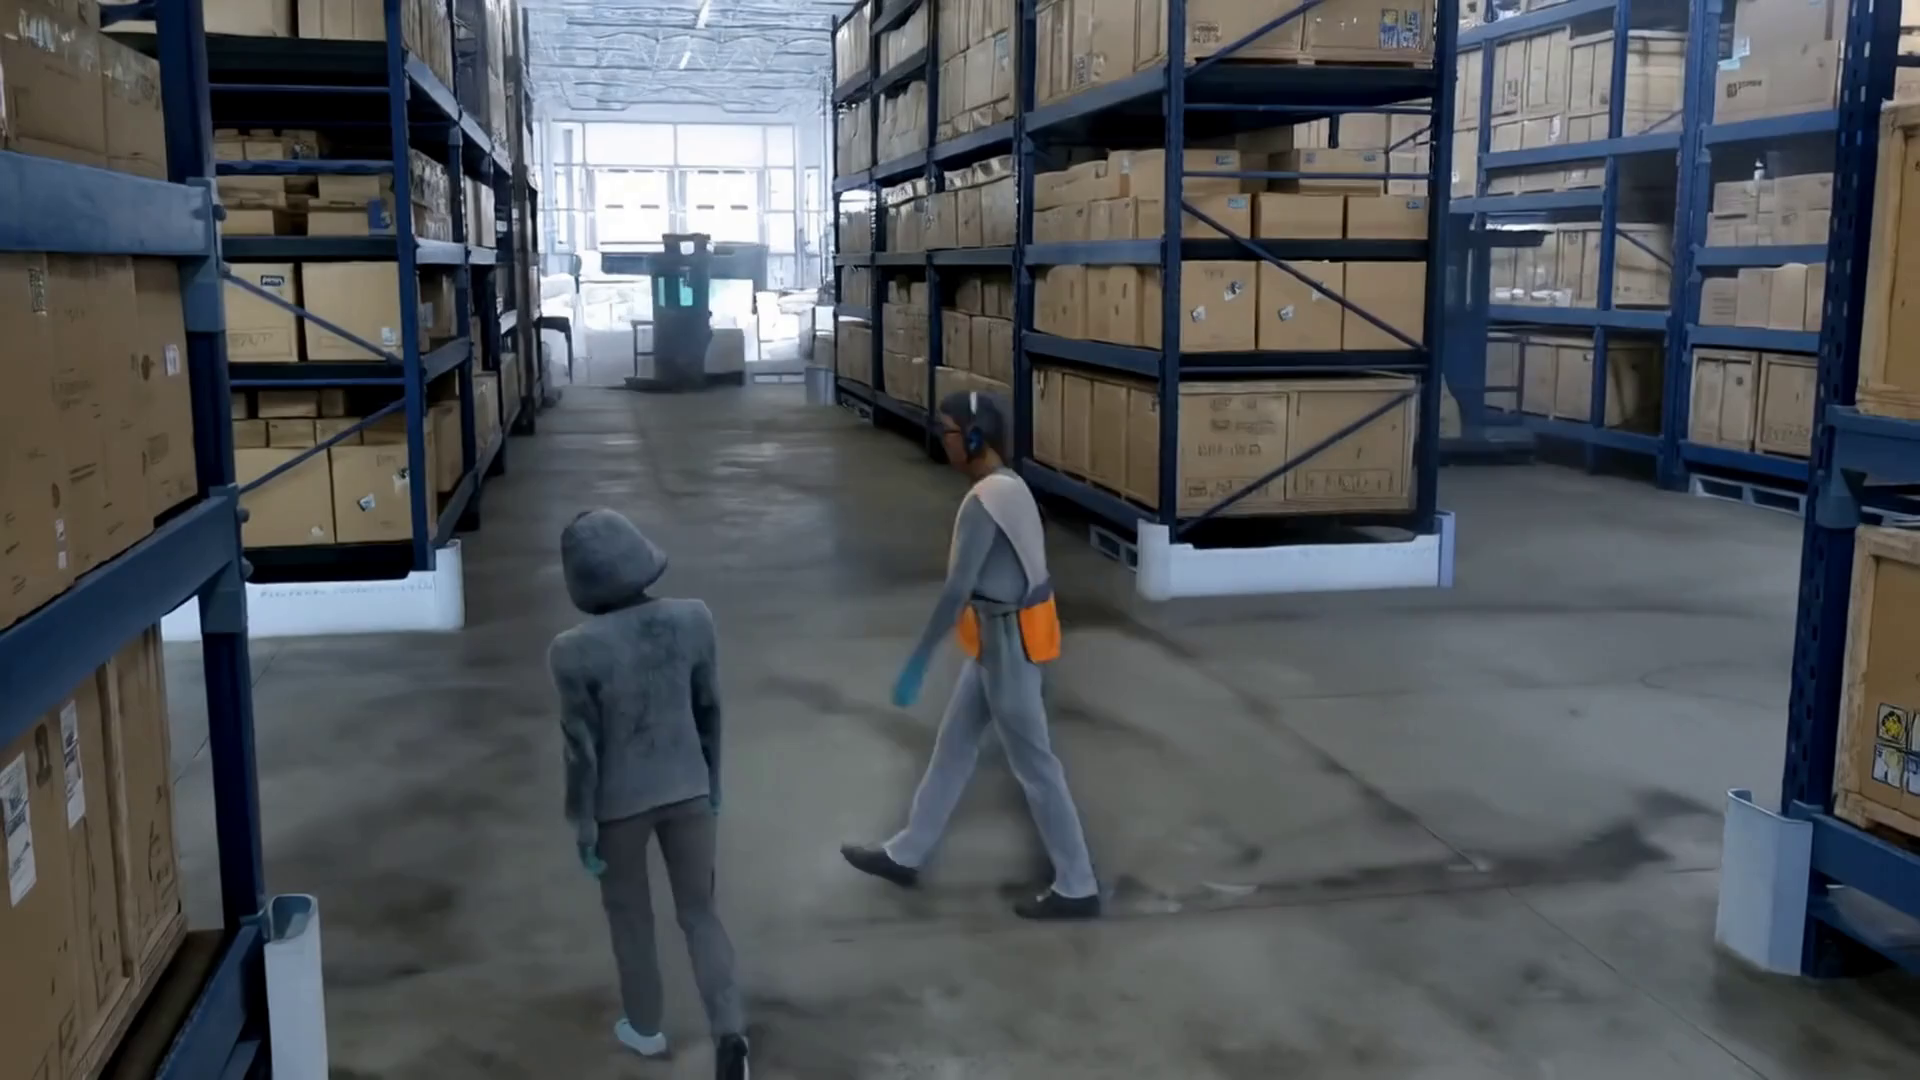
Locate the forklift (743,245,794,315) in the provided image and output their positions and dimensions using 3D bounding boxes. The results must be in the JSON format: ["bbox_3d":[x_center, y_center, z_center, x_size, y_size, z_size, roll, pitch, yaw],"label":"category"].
[{"bbox_3d":[-5.578,-6.690,45.602,1.873,2.768,1.129,-7,12,-36],"label":"forklift"}]

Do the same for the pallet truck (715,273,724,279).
[{"bbox_3d":[-8.580,-8.986,62.280,1.885,1.965,0.823,1,9,5],"label":"pallet truck"}]

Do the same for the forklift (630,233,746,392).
[{"bbox_3d":[-4.889,-4.125,29.967,1.129,2.768,1.873,8,12,40],"label":"forklift"}]

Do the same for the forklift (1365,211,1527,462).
[{"bbox_3d":[5.354,-2.303,18.863,1.873,2.768,1.129,-2,10,-12],"label":"forklift"}]

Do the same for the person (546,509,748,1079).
[{"bbox_3d":[-0.812,0.706,4.394,0.516,1.597,0.730,-5,11,-29],"label":"person"}]

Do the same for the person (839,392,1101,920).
[{"bbox_3d":[0.045,0.404,5.674,0.979,1.793,0.582,1,9,7],"label":"person"}]
